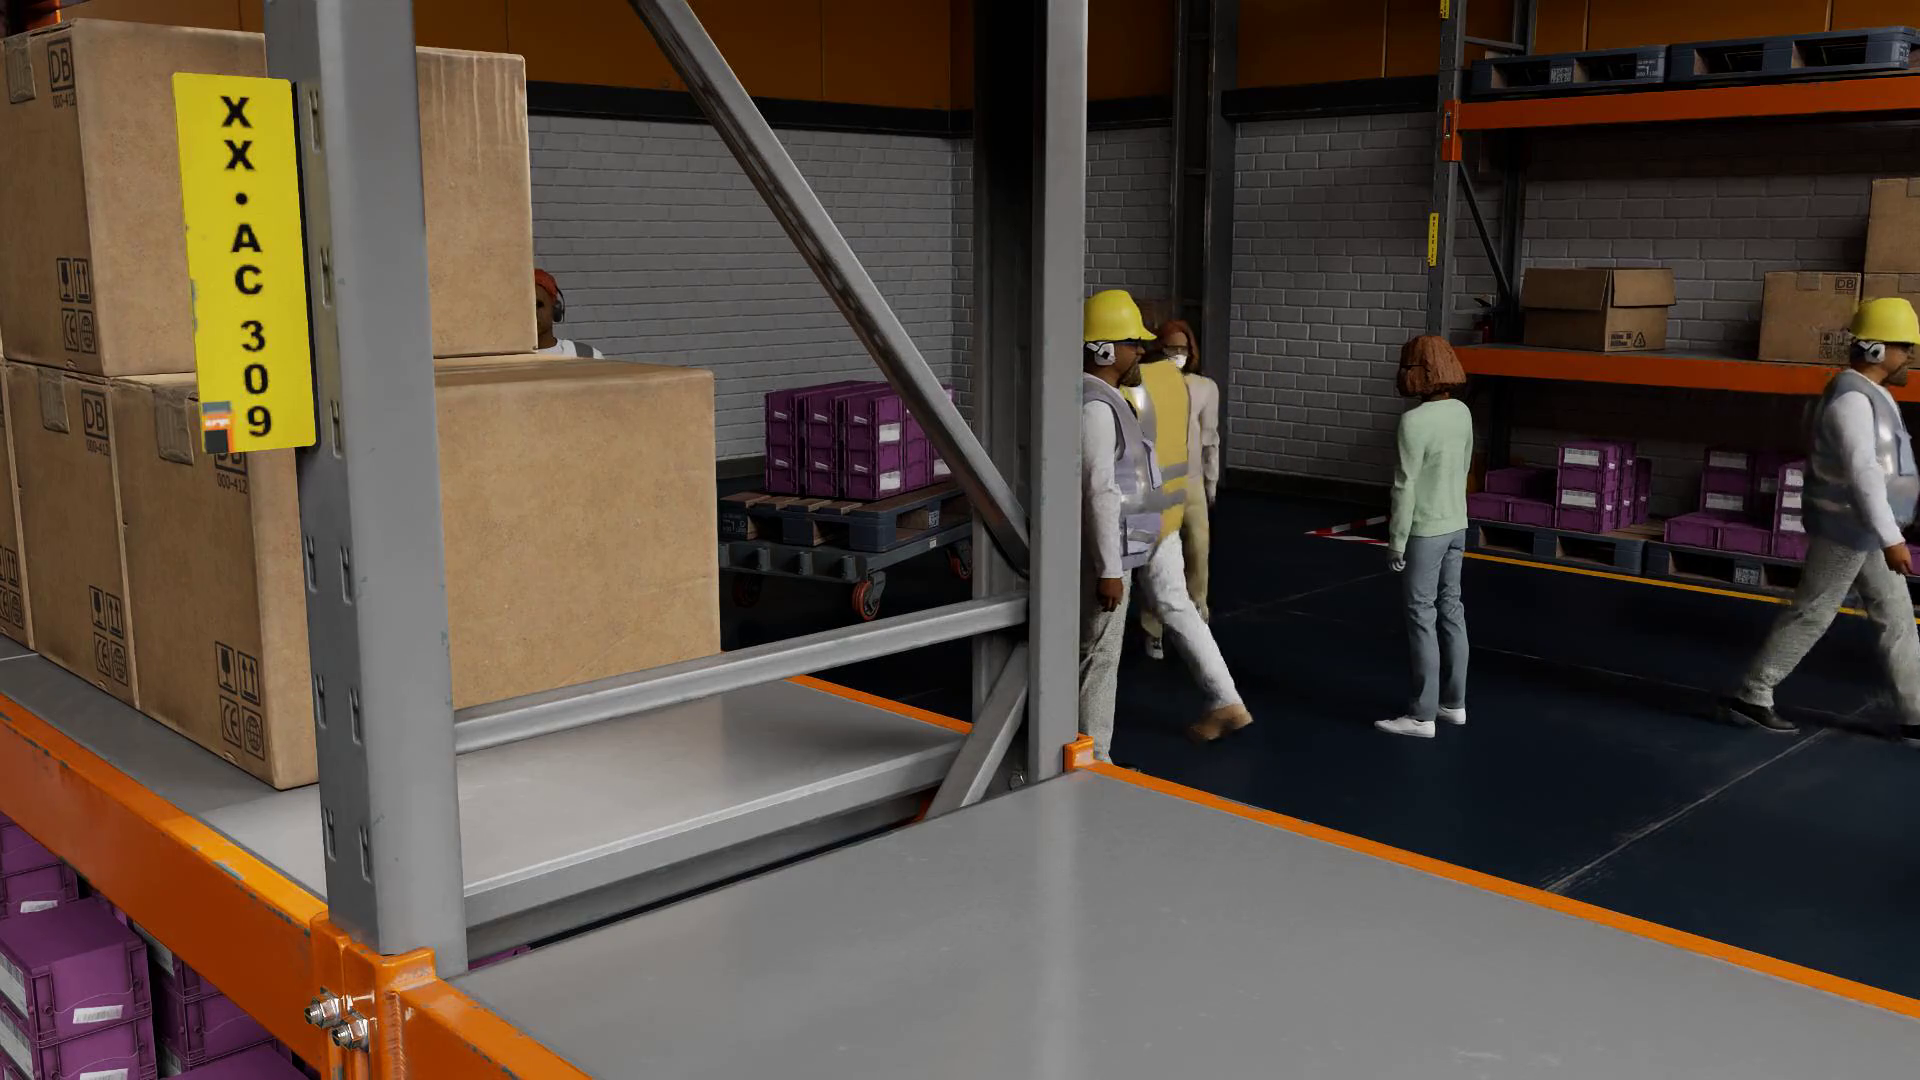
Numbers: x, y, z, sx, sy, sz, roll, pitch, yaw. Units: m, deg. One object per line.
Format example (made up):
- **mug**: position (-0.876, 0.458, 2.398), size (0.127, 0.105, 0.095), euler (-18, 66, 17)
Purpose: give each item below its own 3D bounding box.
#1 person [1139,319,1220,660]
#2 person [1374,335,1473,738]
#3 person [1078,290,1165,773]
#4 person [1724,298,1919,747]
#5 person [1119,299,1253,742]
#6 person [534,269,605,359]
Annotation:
- **person**: position (1.002, -0.239, 7.985), size (0.512, 1.632, 0.335), euler (-1, 10, -4)
- **person**: position (1.903, -0.016, 6.774), size (0.288, 1.626, 0.497), euler (10, 14, 44)
- **person**: position (0.521, 0.034, 5.925), size (0.404, 1.833, 0.587), euler (0, 10, 0)
- **person**: position (3.547, -0.055, 6.567), size (0.907, 1.790, 0.595), euler (8, 13, 38)
- **person**: position (0.725, -0.065, 6.636), size (0.982, 1.802, 0.641), euler (8, 13, 36)
- **person**: position (-1.750, -0.185, 6.983), size (0.575, 1.883, 0.362), euler (-2, 11, -11)
